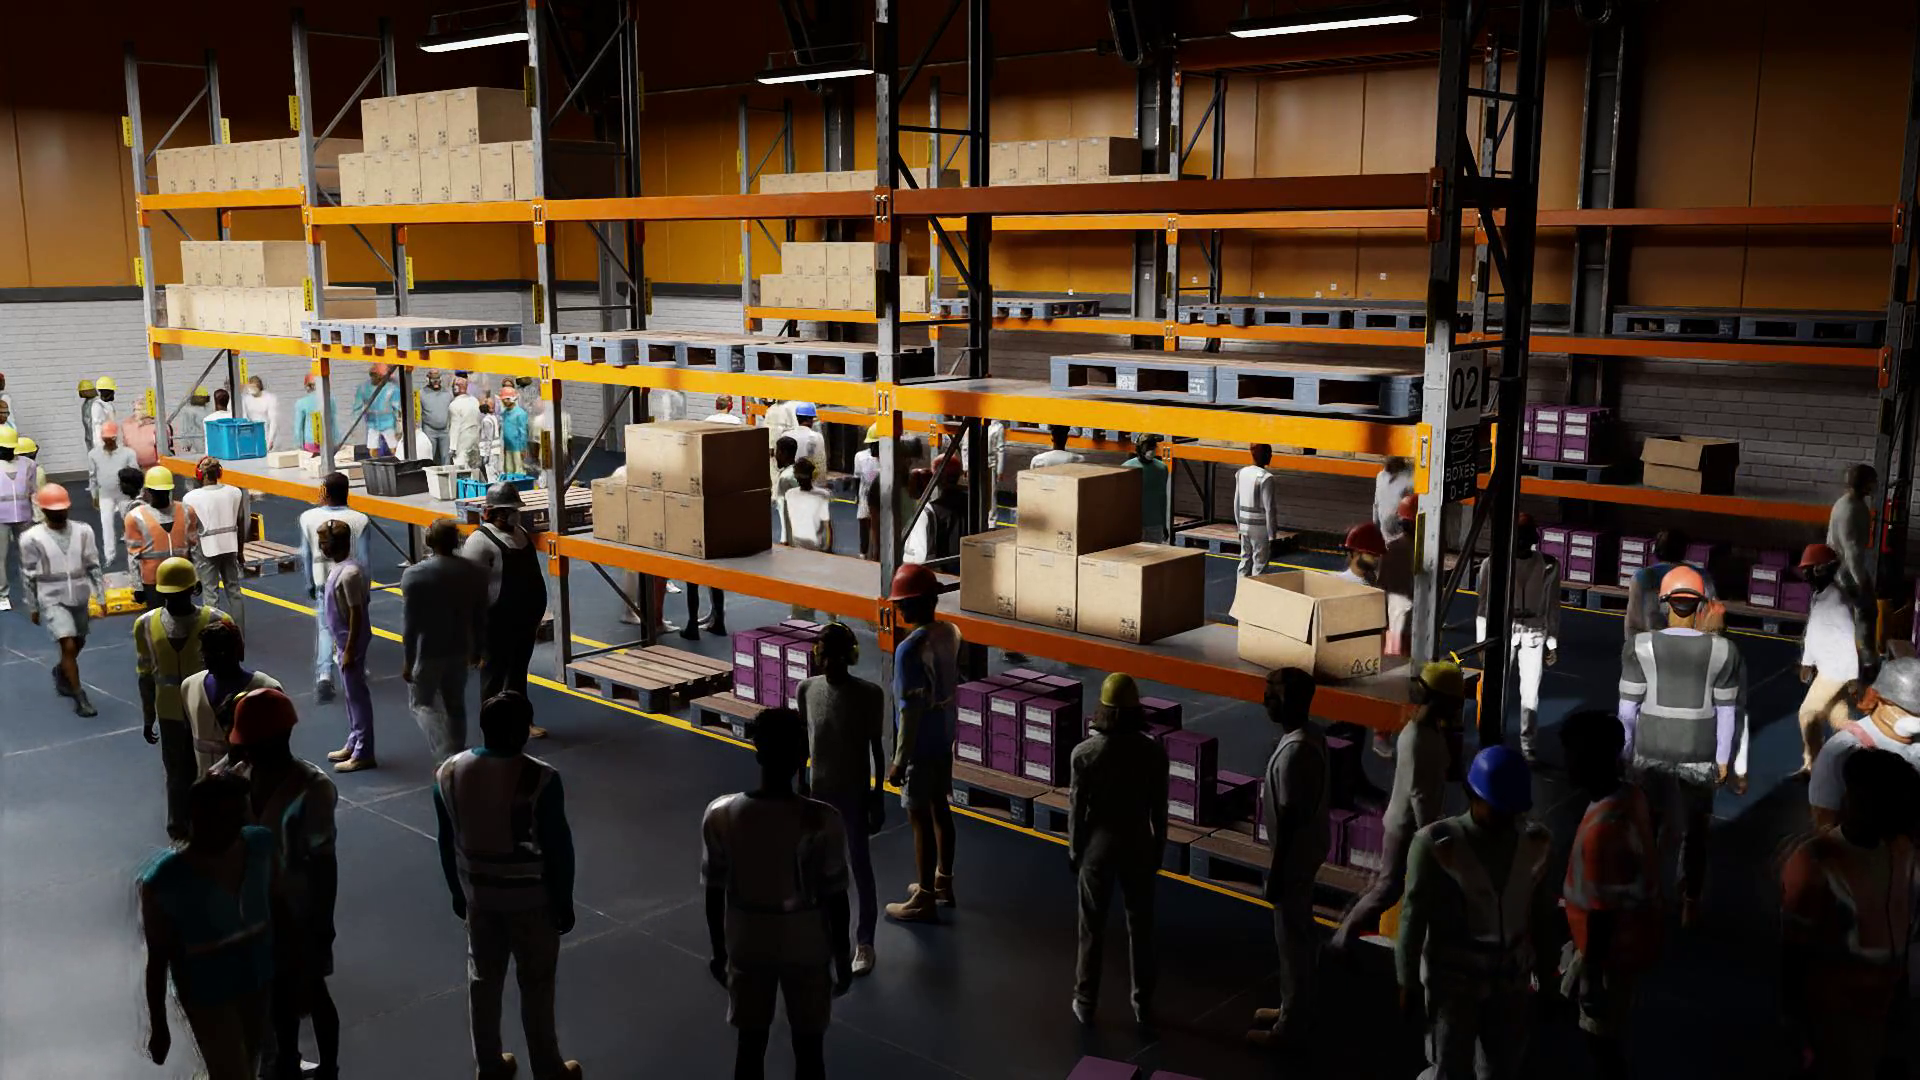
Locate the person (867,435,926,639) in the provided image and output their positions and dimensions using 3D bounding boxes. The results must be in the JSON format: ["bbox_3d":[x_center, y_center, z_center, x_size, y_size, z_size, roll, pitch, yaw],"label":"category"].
[{"bbox_3d":[-0.519,-0.031,15.864,0.556,2.000,0.688,8,13,38],"label":"person"}]

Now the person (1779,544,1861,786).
[{"bbox_3d":[6.055,0.885,11.619,0.664,1.702,0.586,4,11,19],"label":"person"}]

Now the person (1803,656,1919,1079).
[{"bbox_3d":[4.066,1.485,7.295,0.683,2.000,0.536,-5,11,-25],"label":"person"}]

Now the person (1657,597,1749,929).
[{"bbox_3d":[4.059,1.224,9.269,0.583,1.866,0.436,-2,10,-10],"label":"person"}]

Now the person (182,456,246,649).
[{"bbox_3d":[-6.903,0.140,15.451,0.384,1.845,0.570,7,12,35],"label":"person"}]

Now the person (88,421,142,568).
[{"bbox_3d":[-10.065,-0.573,19.829,0.580,1.725,0.782,-3,10,-15],"label":"person"}]

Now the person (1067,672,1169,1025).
[{"bbox_3d":[0.762,1.495,8.110,0.498,1.734,0.338,-1,10,-4],"label":"person"}]

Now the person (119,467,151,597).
[{"bbox_3d":[-7.790,0.140,15.884,0.324,1.686,0.613,-4,11,-23],"label":"person"}]

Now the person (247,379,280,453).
[{"bbox_3d":[-10.783,-1.623,25.685,0.569,1.747,0.340,3,10,16],"label":"person"}]

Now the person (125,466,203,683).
[{"bbox_3d":[-6.808,0.314,14.279,0.397,1.919,0.581,10,14,43],"label":"person"}]

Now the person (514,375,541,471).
[{"bbox_3d":[-7.341,-2.035,28.080,0.489,1.730,0.324,5,11,25],"label":"person"}]

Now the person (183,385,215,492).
[{"bbox_3d":[-11.511,-1.507,25.169,0.868,1.704,0.484,3,10,16],"label":"person"}]

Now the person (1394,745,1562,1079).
[{"bbox_3d":[1.998,1.689,6.470,0.638,1.922,0.558,-2,10,-10],"label":"person"}]

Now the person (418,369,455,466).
[{"bbox_3d":[-7.995,-1.654,25.425,0.641,1.908,0.407,-7,12,-35],"label":"person"}]

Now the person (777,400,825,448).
[{"bbox_3d":[-2.250,-1.352,23.749,0.775,1.902,0.417,-6,12,-30],"label":"person"}]

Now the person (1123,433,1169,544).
[{"bbox_3d":[1.840,-0.130,16.716,0.635,1.937,0.354,-6,12,-32],"label":"person"}]

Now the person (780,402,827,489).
[{"bbox_3d":[-1.836,-0.664,19.730,0.602,1.940,0.402,5,11,25],"label":"person"}]

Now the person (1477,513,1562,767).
[{"bbox_3d":[4.040,0.727,12.061,0.581,1.877,0.366,2,10,10],"label":"person"}]

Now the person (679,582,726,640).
[{"bbox_3d":[-2.544,-0.004,16.057,0.545,1.929,0.406,-8,13,-39],"label":"person"}]

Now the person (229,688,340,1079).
[{"bbox_3d":[-2.919,1.566,7.162,0.544,1.929,0.388,5,11,24],"label":"person"}]

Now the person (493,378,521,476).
[{"bbox_3d":[-7.394,-1.838,27.227,0.314,1.636,0.515,9,13,40],"label":"person"}]

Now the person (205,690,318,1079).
[{"bbox_3d":[-3.124,1.567,7.351,0.328,1.862,0.510,2,10,10],"label":"person"}]

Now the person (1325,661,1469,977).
[{"bbox_3d":[2.276,1.442,8.453,0.816,1.716,0.508,7,12,34],"label":"person"}]

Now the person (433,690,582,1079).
[{"bbox_3d":[-1.984,1.568,7.390,0.633,1.841,0.429,3,10,16],"label":"person"}]

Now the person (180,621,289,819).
[{"bbox_3d":[-3.809,1.319,8.782,0.570,1.843,0.373,1,10,7],"label":"person"}]

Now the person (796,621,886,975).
[{"bbox_3d":[-0.628,1.332,8.675,0.512,1.862,0.329,3,11,17],"label":"person"}]

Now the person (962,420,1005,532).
[{"bbox_3d":[0.297,-0.952,21.699,0.596,1.828,0.403,4,11,23],"label":"person"}]

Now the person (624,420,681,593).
[{"bbox_3d":[-3.293,-0.340,17.983,0.407,1.913,0.641,10,14,44],"label":"person"}]

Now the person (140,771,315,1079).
[{"bbox_3d":[-2.874,1.752,6.459,0.932,1.801,0.565,5,11,27],"label":"person"}]

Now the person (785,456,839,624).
[{"bbox_3d":[-1.392,0.094,15.767,0.535,1.832,0.932,4,11,20],"label":"person"}]

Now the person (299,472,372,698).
[{"bbox_3d":[-5.276,0.374,14.102,0.588,1.861,0.871,-1,10,-8],"label":"person"}]

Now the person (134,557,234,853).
[{"bbox_3d":[-4.711,1.040,10.172,0.584,1.918,0.408,-2,10,-9],"label":"person"}]

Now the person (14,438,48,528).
[{"bbox_3d":[-9.874,-0.219,17.733,0.527,1.761,0.341,10,14,43],"label":"person"}]

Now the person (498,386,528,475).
[{"bbox_3d":[-6.532,-1.374,24.314,0.360,1.741,0.583,-10,14,-43],"label":"person"}]

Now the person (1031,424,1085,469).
[{"bbox_3d":[1.048,-0.292,17.549,0.600,1.967,0.368,2,10,10],"label":"person"}]

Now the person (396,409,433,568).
[{"bbox_3d":[-6.373,-0.583,19.368,0.400,1.907,0.644,-8,13,-37],"label":"person"}]

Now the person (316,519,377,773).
[{"bbox_3d":[-4.425,0.754,12.001,0.343,1.840,0.507,-5,11,-26],"label":"person"}]
